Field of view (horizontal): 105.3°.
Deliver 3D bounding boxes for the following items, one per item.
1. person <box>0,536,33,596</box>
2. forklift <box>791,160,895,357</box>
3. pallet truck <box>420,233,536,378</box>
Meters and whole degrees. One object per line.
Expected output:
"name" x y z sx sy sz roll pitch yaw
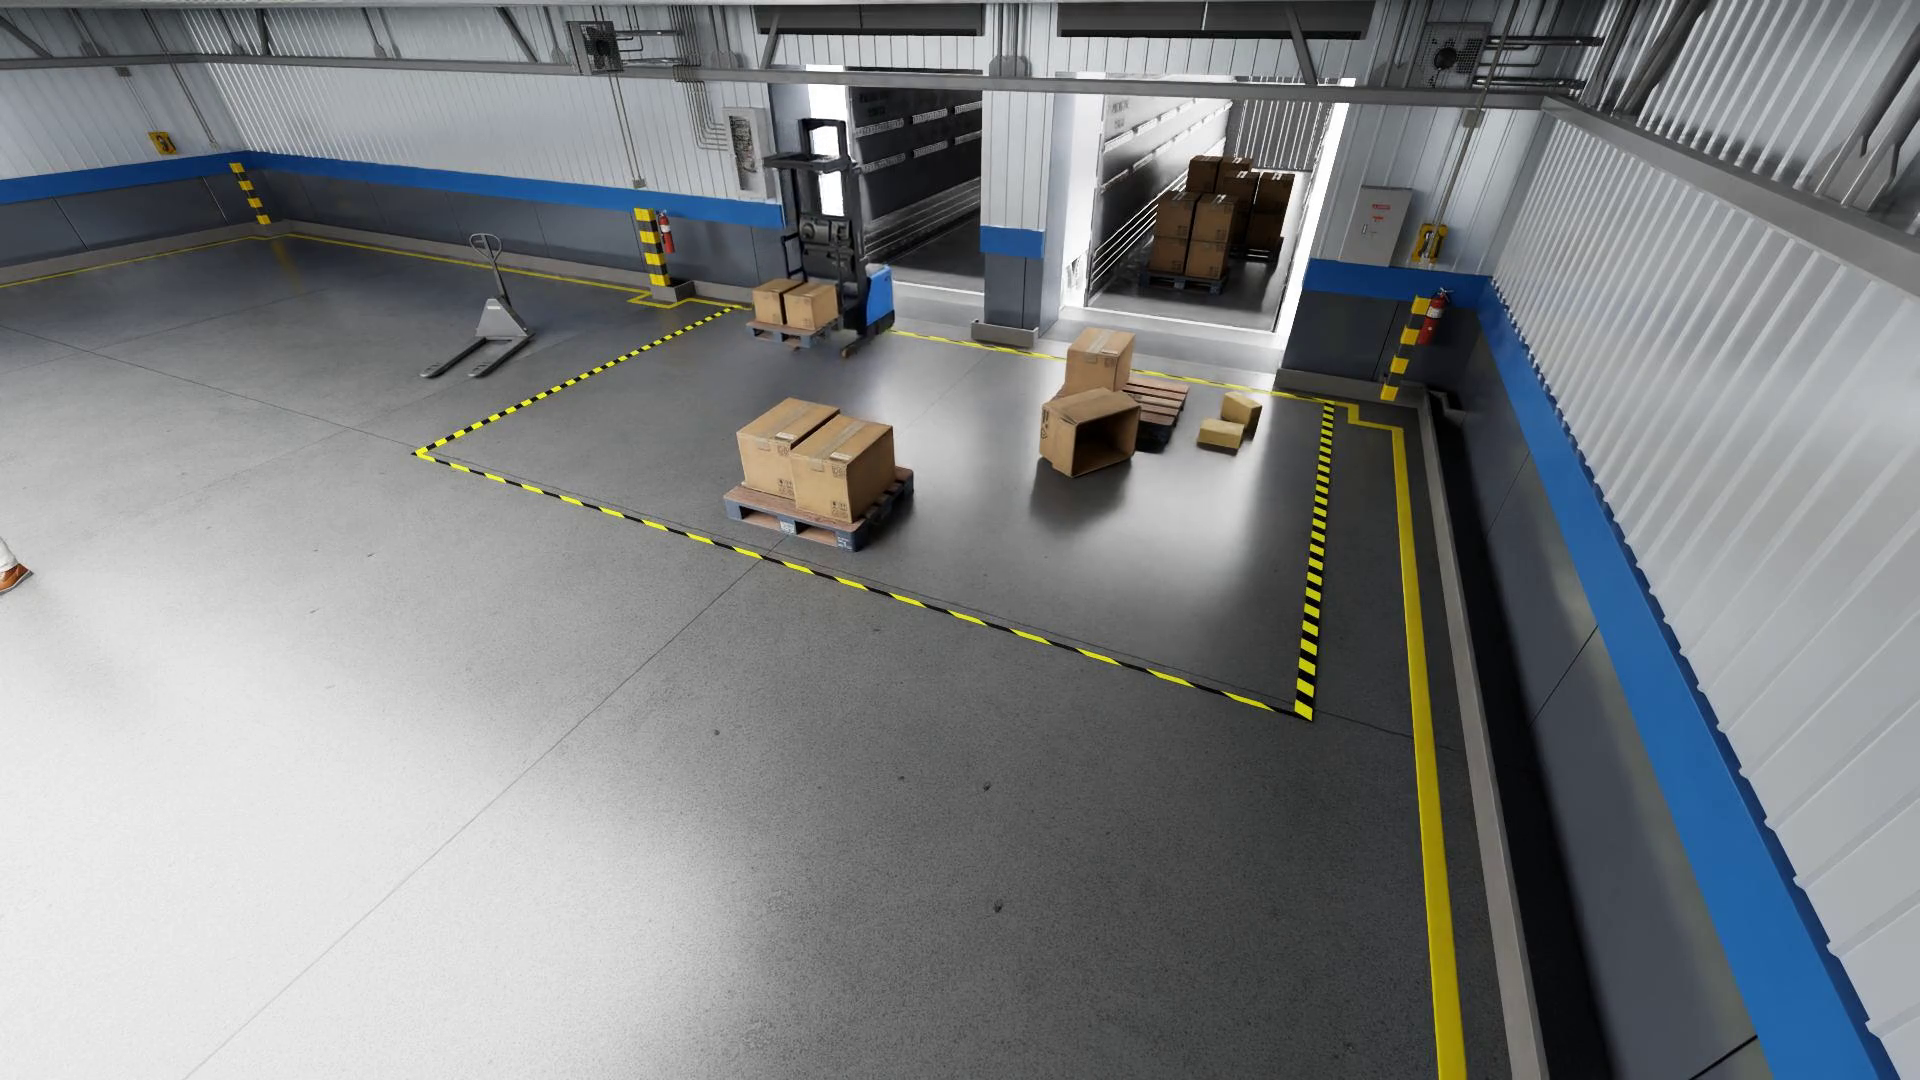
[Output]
"person" -6.882 -0.468 4.666 0.604 1.948 0.389 0 35 0
"forklift" -1.341 -3.483 8.819 0.716 2.013 0.776 14 38 19
"pallet truck" -5.664 -2.712 8.427 0.680 1.201 1.601 0 35 -1
